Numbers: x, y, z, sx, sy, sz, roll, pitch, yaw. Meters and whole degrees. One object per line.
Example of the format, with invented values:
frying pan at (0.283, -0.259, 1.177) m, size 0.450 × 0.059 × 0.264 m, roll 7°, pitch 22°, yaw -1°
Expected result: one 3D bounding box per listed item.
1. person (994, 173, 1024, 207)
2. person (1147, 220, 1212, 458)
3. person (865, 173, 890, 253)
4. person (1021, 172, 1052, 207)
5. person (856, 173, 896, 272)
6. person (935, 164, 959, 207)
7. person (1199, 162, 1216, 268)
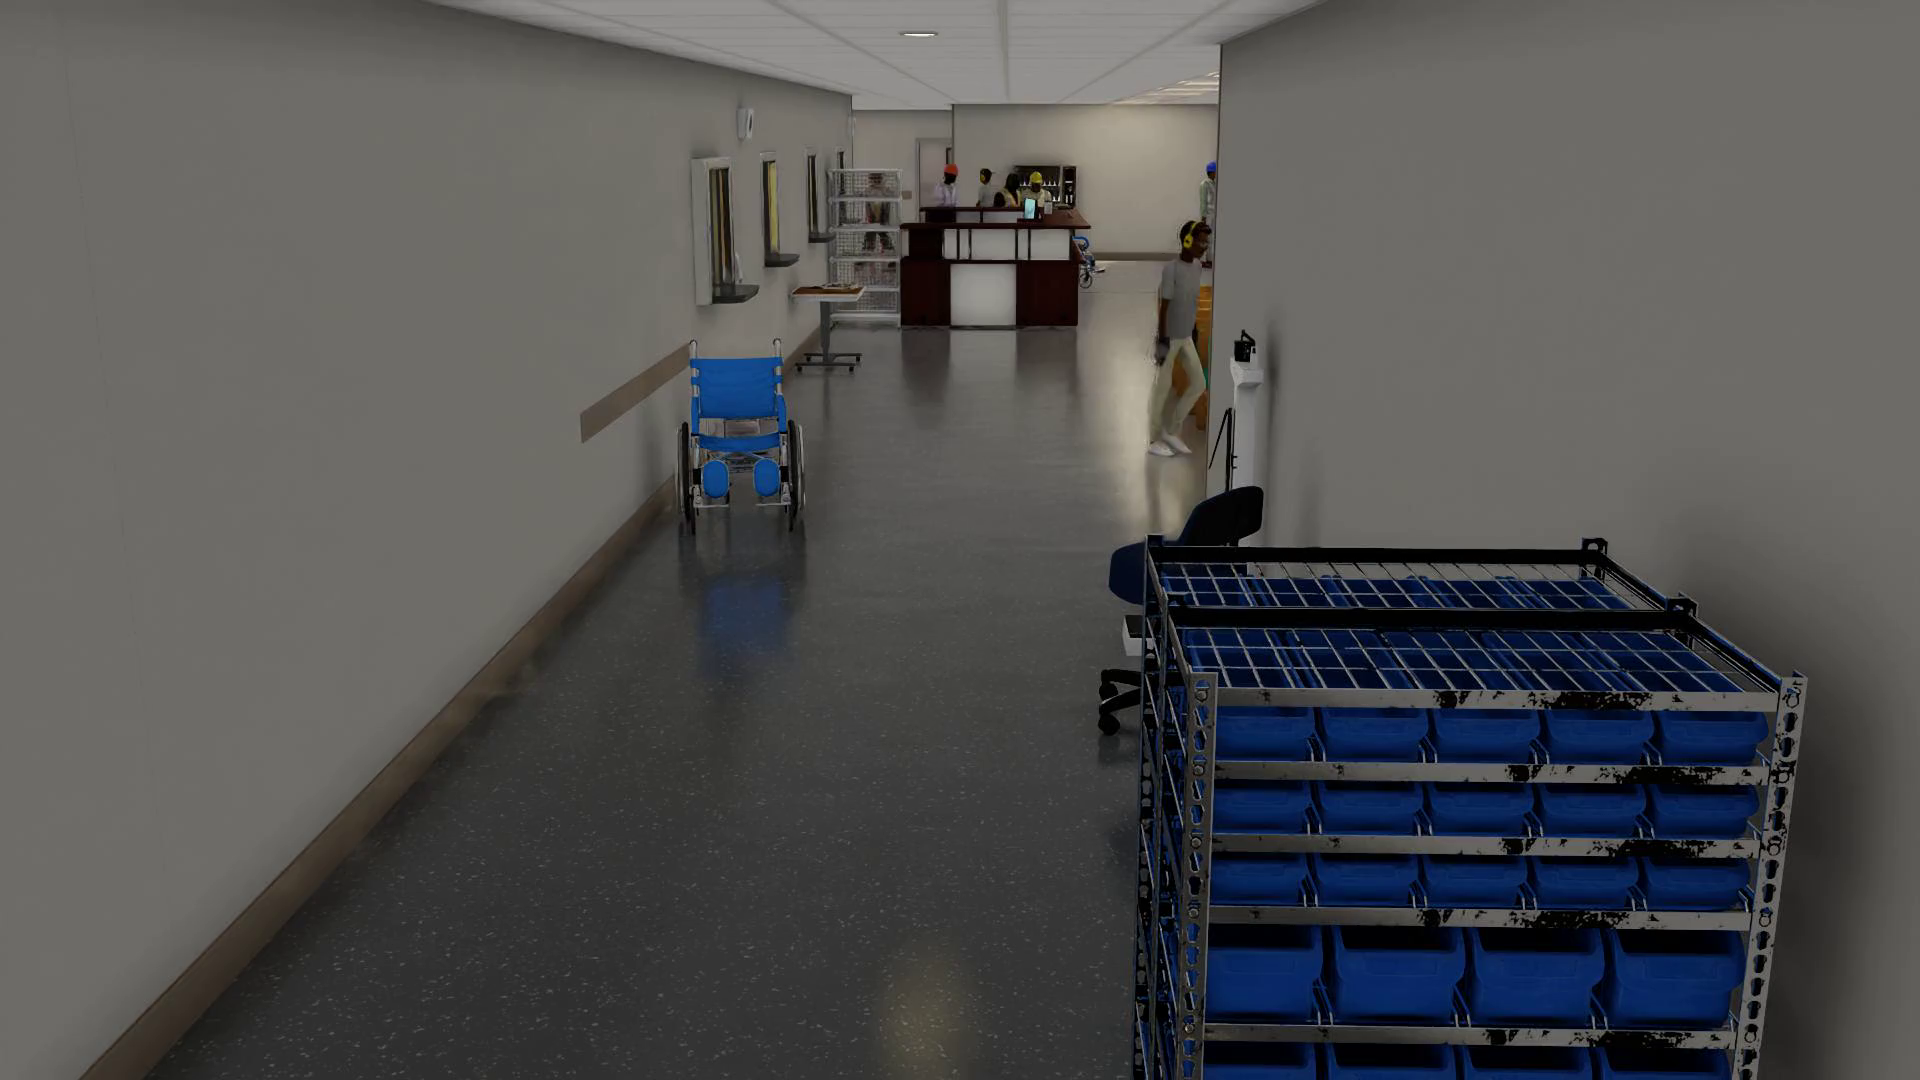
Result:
person at (0.927, -5.294, 28.202) m, size 0.859 × 1.796 × 0.626 m, roll 9°, pitch 16°, yaw 33°
person at (1.686, -1.554, 12.949) m, size 0.503 × 1.835 × 0.656 m, roll 12°, pitch 19°, yaw 41°
person at (-1.631, -6.385, 32.705) m, size 0.522 × 1.769 × 0.317 m, roll 5°, pitch 15°, yaw 18°
person at (1.296, -5.417, 28.669) m, size 0.596 × 1.825 × 0.404 m, roll -1°, pitch 14°, yaw -4°
person at (-1.582, -5.733, 29.995) m, size 0.985 × 1.790 × 0.519 m, roll 4°, pitch 14°, yaw 16°
person at (-0.239, -5.877, 30.350) m, size 0.587 × 1.907 × 0.530 m, roll -13°, pitch 19°, yaw -42°
person at (4.652, -6.039, 30.930) m, size 0.400 × 1.944 × 0.618 m, roll 9°, pitch 17°, yaw 33°
